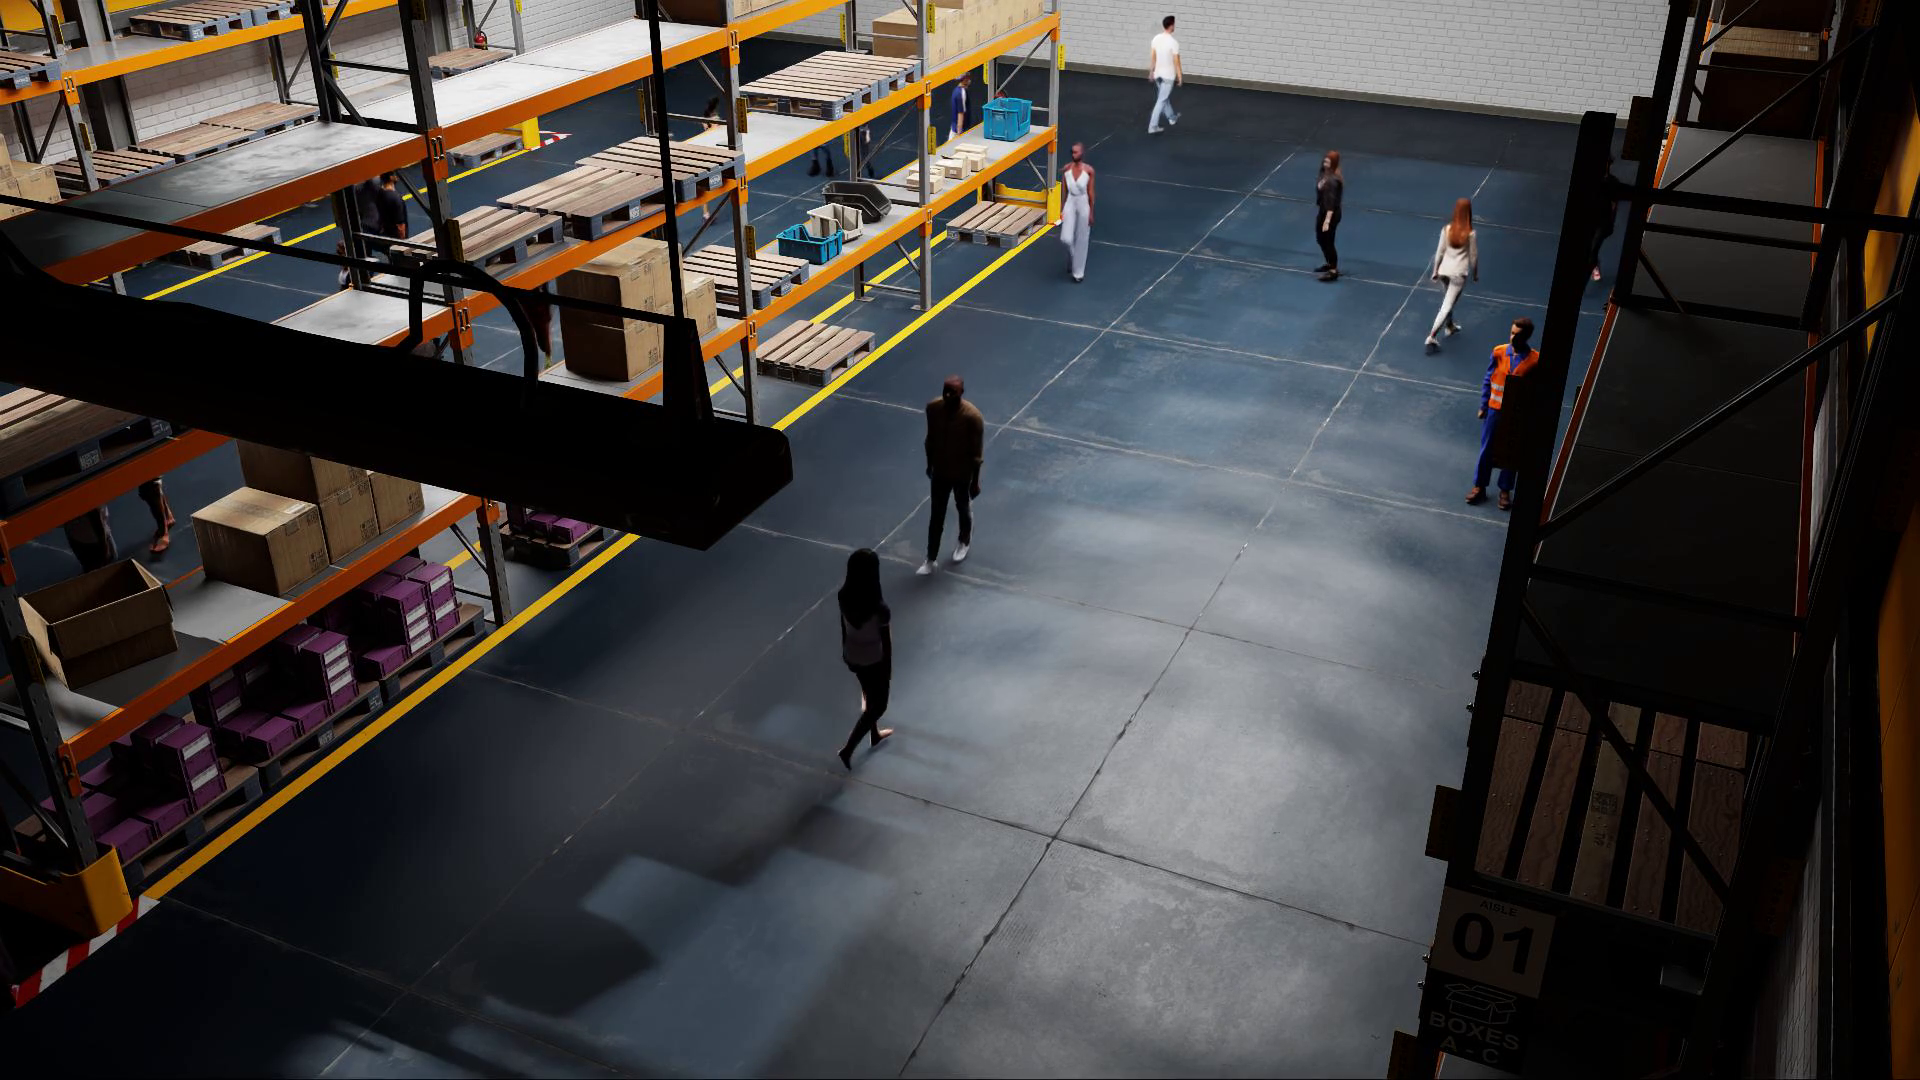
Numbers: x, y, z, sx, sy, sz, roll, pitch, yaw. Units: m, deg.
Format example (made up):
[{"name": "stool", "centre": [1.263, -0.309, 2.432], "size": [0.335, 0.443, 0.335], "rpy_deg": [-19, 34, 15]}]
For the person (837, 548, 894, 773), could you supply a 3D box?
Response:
[{"name": "person", "centre": [-0.703, 0.860, 11.736], "size": [0.706, 1.686, 1.002], "rpy_deg": [18, 34, 30]}]

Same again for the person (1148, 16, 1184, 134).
[{"name": "person", "centre": [3.247, -7.489, 26.899], "size": [1.213, 1.822, 0.998], "rpy_deg": [-21, 35, -34]}]

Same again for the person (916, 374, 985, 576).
[{"name": "person", "centre": [-0.019, -0.624, 14.336], "size": [0.751, 1.800, 0.984], "rpy_deg": [12, 31, 21]}]

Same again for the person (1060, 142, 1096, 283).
[{"name": "person", "centre": [1.496, -4.108, 20.753], "size": [0.655, 1.772, 0.687], "rpy_deg": [8, 30, 14]}]

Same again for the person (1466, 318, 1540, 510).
[{"name": "person", "centre": [5.037, -1.184, 15.297], "size": [0.690, 1.863, 0.609], "rpy_deg": [15, 32, 25]}]

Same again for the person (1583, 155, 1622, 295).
[{"name": "person", "centre": [7.849, -3.900, 20.430], "size": [0.875, 1.717, 1.238], "rpy_deg": [22, 36, 35]}]

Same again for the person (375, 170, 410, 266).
[{"name": "person", "centre": [-6.720, -3.513, 19.595], "size": [0.775, 1.836, 1.025], "rpy_deg": [21, 35, 33]}]

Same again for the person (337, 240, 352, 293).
[{"name": "person", "centre": [-6.530, -2.511, 18.054], "size": [0.662, 1.554, 0.624], "rpy_deg": [-19, 34, -31]}]

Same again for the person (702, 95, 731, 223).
[{"name": "person", "centre": [-3.424, -5.192, 22.840], "size": [0.638, 1.677, 1.156], "rpy_deg": [16, 32, 27]}]

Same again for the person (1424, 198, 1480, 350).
[{"name": "person", "centre": [5.522, -2.971, 18.757], "size": [1.149, 1.688, 0.871], "rpy_deg": [-24, 37, -37]}]

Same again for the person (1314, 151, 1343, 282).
[{"name": "person", "centre": [4.651, -4.035, 20.725], "size": [0.842, 1.670, 0.748], "rpy_deg": [4, 29, 8]}]
